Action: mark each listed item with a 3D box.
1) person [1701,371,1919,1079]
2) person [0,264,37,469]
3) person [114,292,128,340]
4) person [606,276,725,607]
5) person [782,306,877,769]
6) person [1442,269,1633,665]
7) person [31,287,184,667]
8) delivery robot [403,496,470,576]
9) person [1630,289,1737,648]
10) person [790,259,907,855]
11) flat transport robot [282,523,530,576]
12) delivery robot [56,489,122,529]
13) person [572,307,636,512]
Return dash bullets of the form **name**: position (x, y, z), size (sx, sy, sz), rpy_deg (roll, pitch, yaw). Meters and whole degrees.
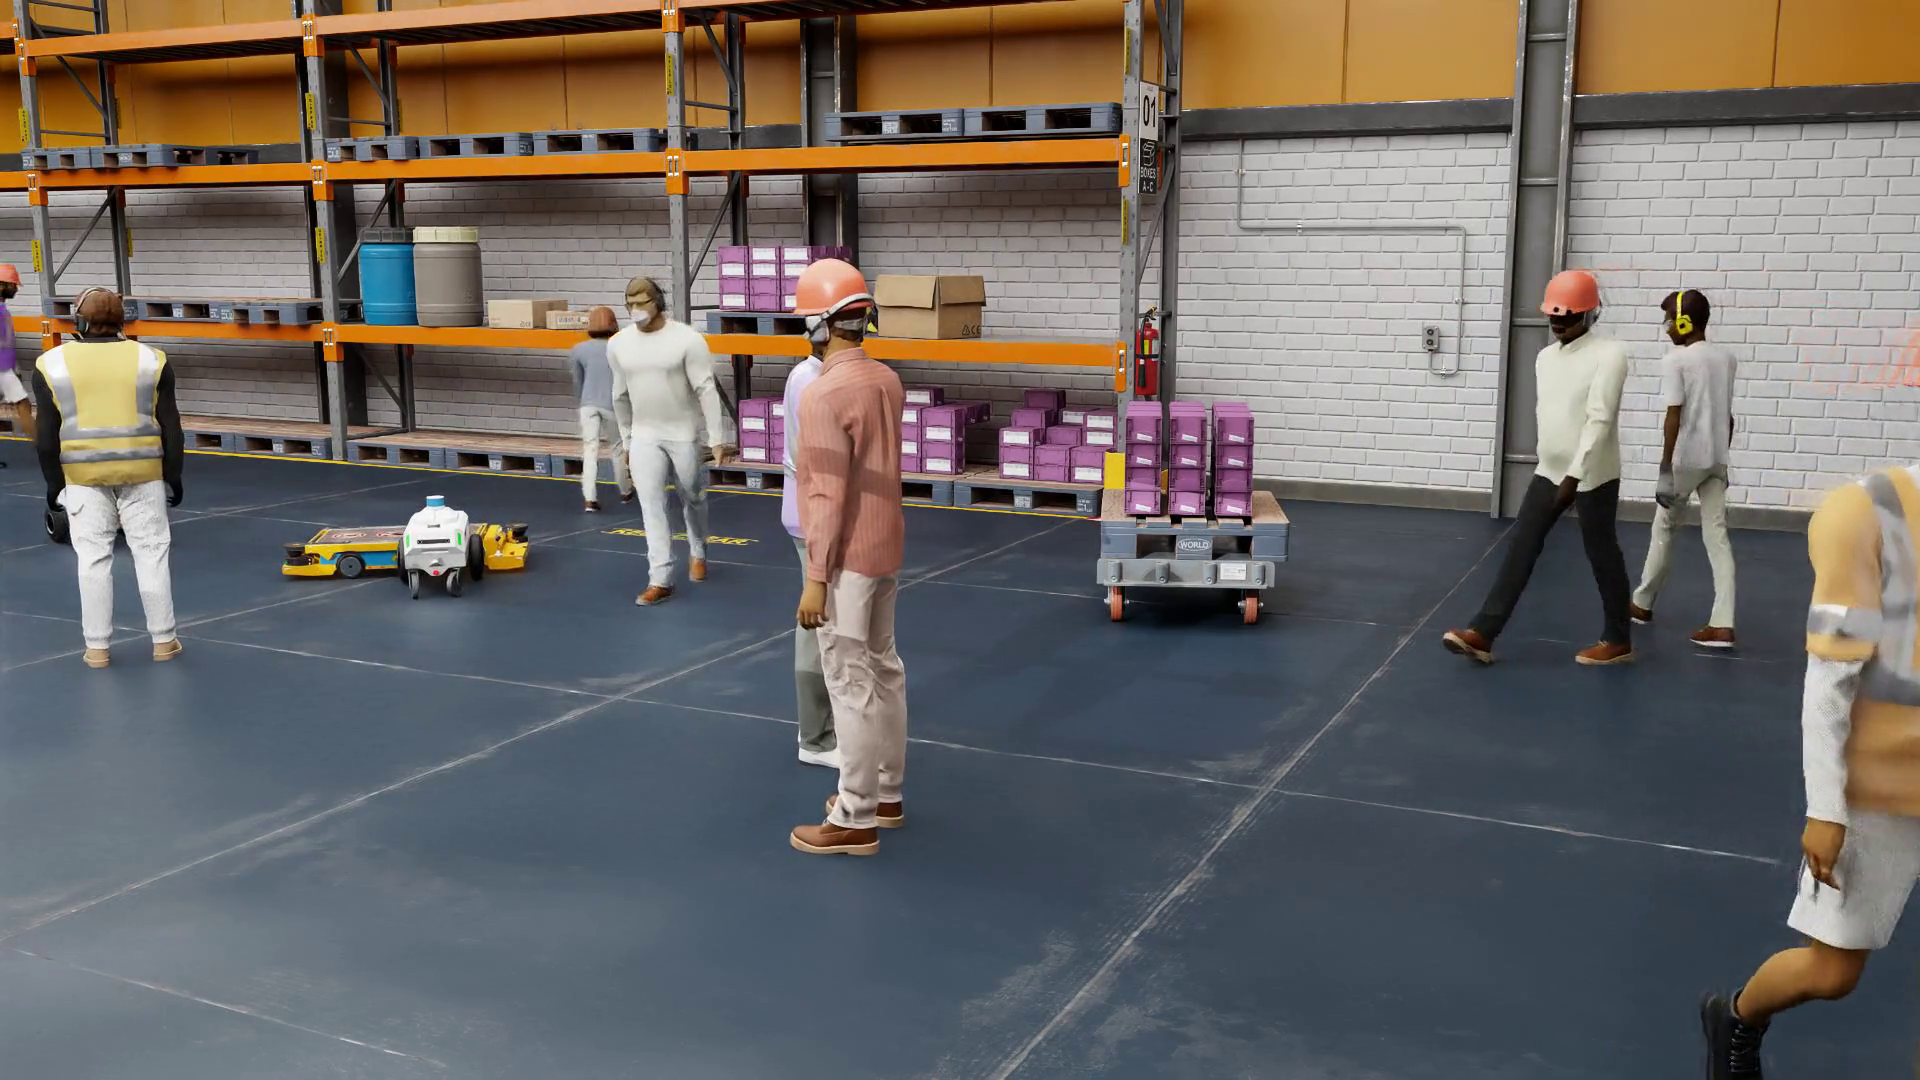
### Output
- **person**: position (1.941, 0.480, 3.420), size (0.578, 1.915, 0.801), rpy_deg (-1, 10, -7)
- **person**: position (-8.754, -1.597, 15.399), size (0.978, 1.882, 0.565), rpy_deg (-7, 12, -33)
- **person**: position (-7.653, -1.414, 15.052), size (0.314, 1.642, 0.515), rpy_deg (-3, 10, -16)
- **person**: position (-1.703, -0.613, 9.808), size (0.713, 1.885, 1.021), rpy_deg (2, 10, 11)
- **person**: position (-0.509, -0.068, 6.556), size (0.379, 1.918, 0.585), rpy_deg (0, 10, -2)
- **person**: position (2.879, -0.319, 7.976), size (1.025, 1.922, 0.600), rpy_deg (-4, 11, -23)
- **person**: position (-4.122, -0.303, 8.109), size (0.633, 1.844, 0.429), rpy_deg (-5, 11, -27)
- **delivery robot**: position (-3.114, -0.020, 9.909), size (0.477, 0.478, 0.707), rpy_deg (-2, 10, -14)
- **person**: position (3.781, -0.384, 8.654), size (0.581, 1.809, 0.940), rpy_deg (-4, 11, -20)
- **person**: position (-0.384, 0.063, 5.592), size (0.392, 1.991, 0.613), rpy_deg (4, 11, 21)
- **flat transport robot**: position (-3.495, 0.051, 10.583), size (1.431, 0.197, 0.652), rpy_deg (-2, 10, -11)
- **delivery robot**: position (-5.938, -0.293, 11.473), size (0.707, 0.478, 0.477), rpy_deg (9, 13, 41)
- **person**: position (-2.787, -1.028, 13.025), size (0.500, 1.578, 0.876), rpy_deg (0, 10, 2)
